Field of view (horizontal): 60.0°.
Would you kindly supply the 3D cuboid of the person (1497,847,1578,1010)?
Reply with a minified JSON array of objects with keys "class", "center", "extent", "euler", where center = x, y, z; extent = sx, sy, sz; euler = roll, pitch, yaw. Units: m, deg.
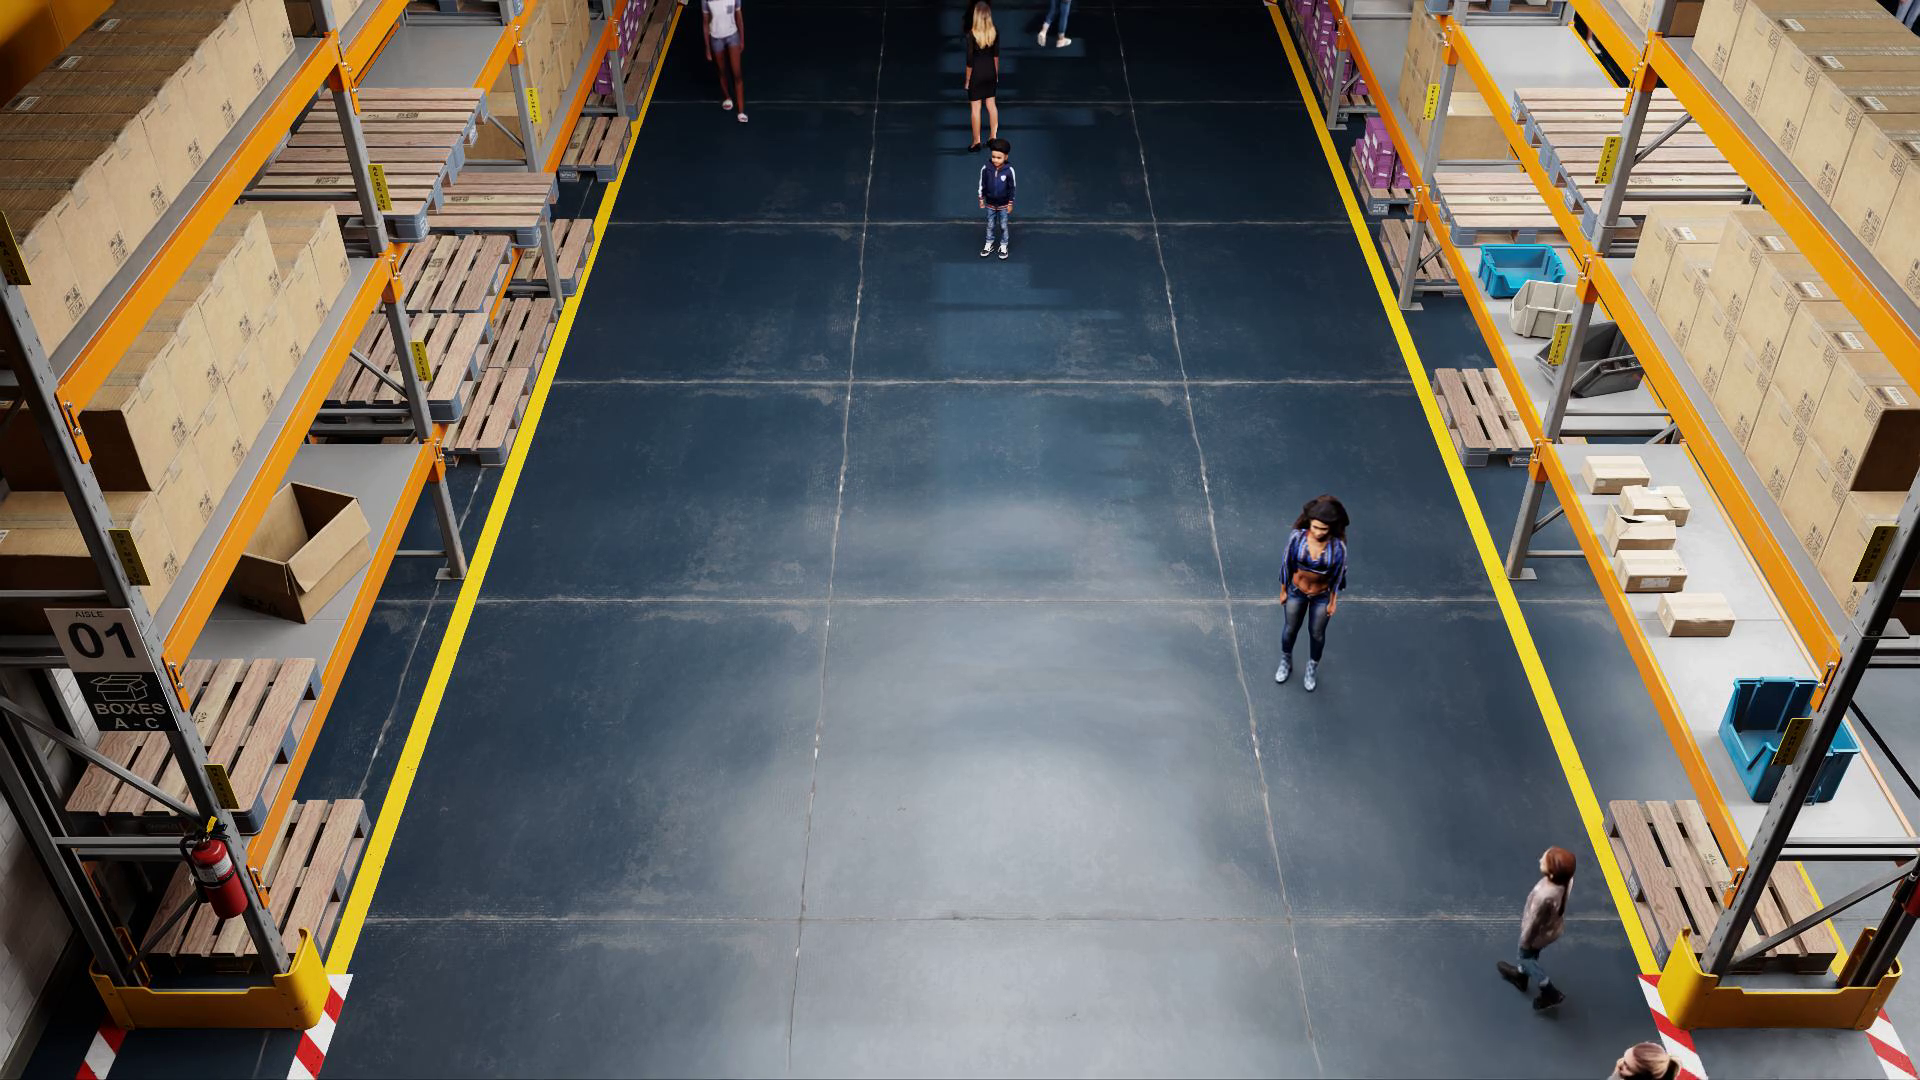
[{"class":"person","center":[3.336,2.202,9.411],"extent":[0.684,1.188,0.763],"euler":[-27,46,-30]}]

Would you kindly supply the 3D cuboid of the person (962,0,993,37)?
[{"class":"person","center":[0.201,-7.029,20.546],"extent":[0.832,1.716,0.722],"euler":[19,42,22]}]

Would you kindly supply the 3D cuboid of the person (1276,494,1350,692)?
[{"class":"person","center":[2.395,0.363,11.367],"extent":[0.684,1.620,0.664],"euler":[13,40,16]}]

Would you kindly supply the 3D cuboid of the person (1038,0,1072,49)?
[{"class":"person","center":[1.172,-6.724,20.362],"extent":[0.879,1.470,0.818],"euler":[-32,48,-33]}]

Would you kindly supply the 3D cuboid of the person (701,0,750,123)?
[{"class":"person","center":[-2.672,-5.662,18.857],"extent":[0.719,1.689,1.089],"euler":[-5,39,-6]}]

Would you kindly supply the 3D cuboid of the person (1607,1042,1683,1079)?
[{"class":"person","center":[3.235,2.967,8.049],"extent":[0.653,1.692,0.682],"euler":[-2,39,-3]}]

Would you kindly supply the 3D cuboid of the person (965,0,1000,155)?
[{"class":"person","center":[0.237,-5.019,18.063],"extent":[0.619,1.675,0.621],"euler":[-20,43,-23]}]

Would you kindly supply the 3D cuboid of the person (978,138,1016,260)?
[{"class":"person","center":[0.372,-3.367,16.358],"extent":[0.566,1.222,0.565],"euler":[10,40,12]}]
